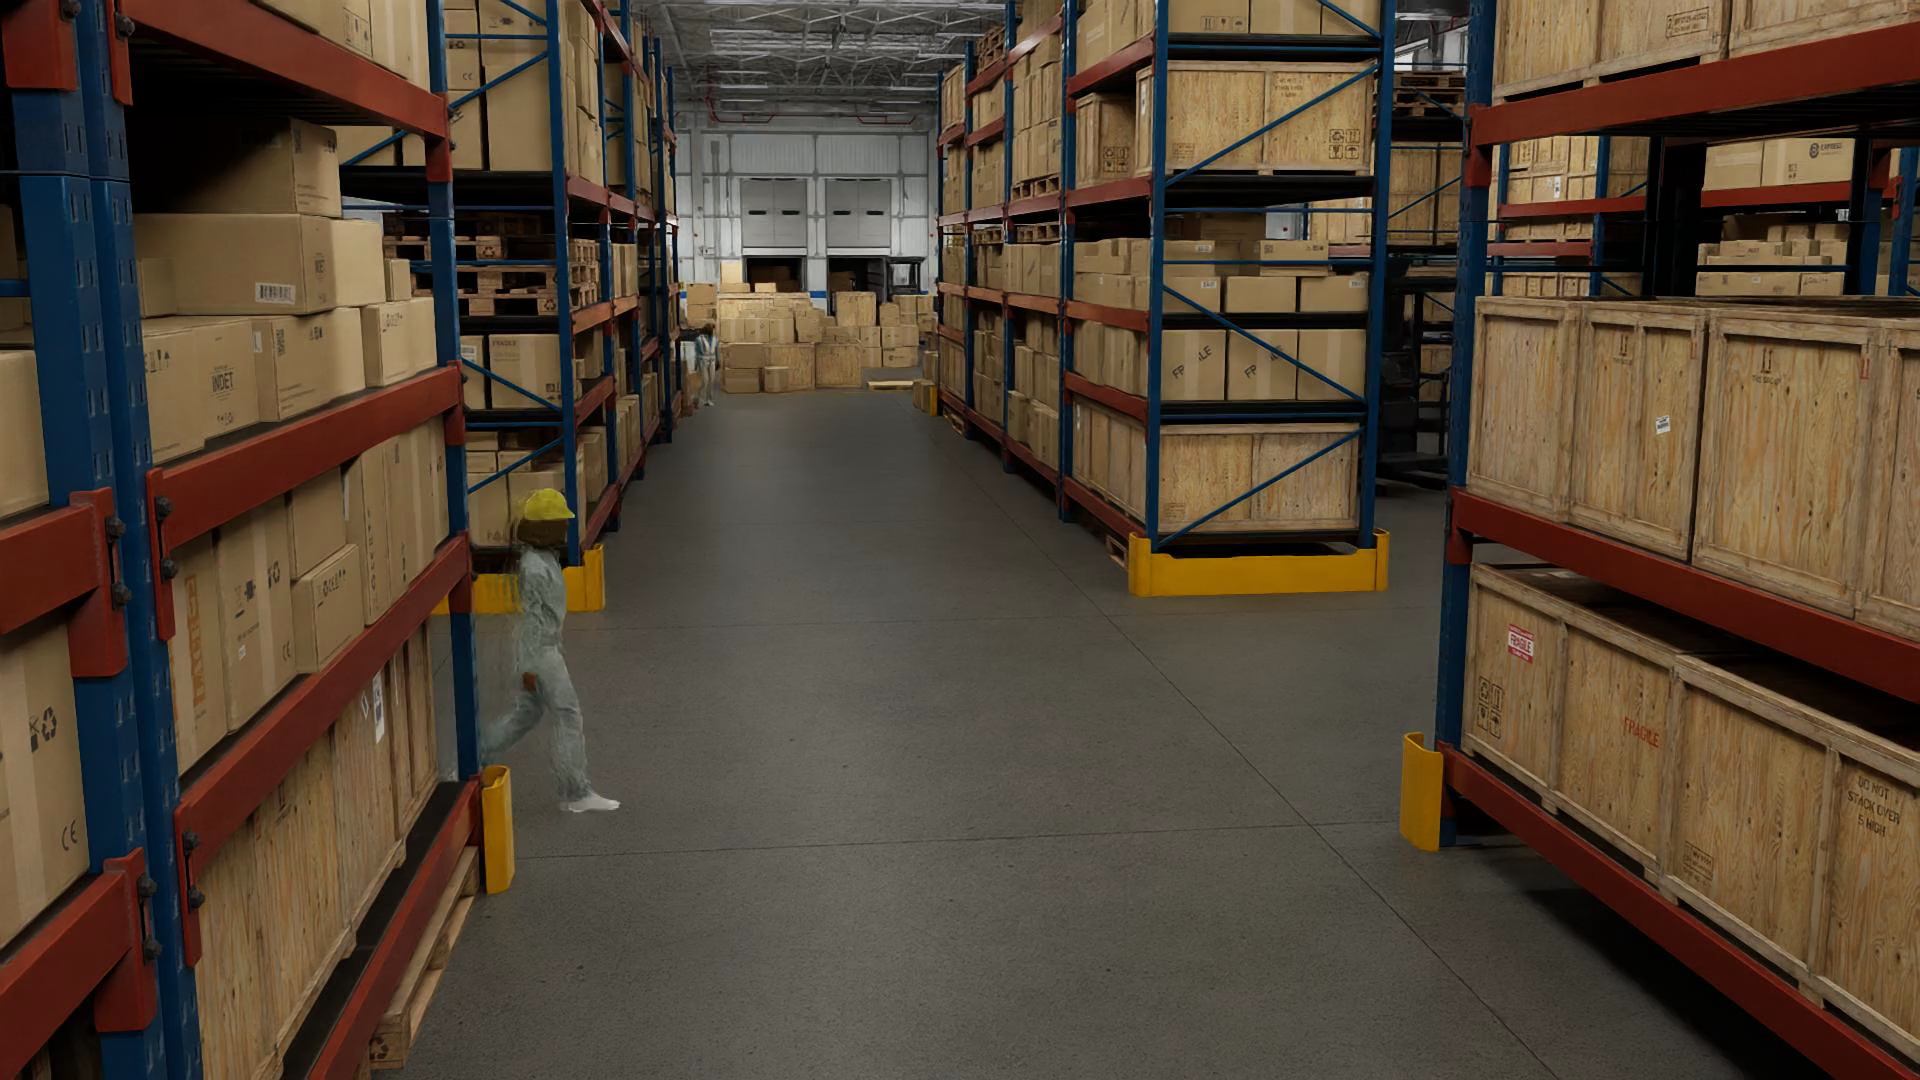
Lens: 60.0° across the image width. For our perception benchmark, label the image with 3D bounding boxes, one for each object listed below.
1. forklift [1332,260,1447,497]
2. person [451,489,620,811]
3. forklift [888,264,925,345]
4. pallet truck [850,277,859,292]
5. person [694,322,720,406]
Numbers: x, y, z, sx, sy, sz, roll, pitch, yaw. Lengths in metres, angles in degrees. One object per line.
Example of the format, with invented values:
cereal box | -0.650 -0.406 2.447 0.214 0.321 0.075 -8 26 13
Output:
forklift | 4.999 -2.049 20.495 1.129 2.768 1.873 -5 11 -27
person | -2.235 0.578 8.595 0.820 1.710 0.495 -1 10 -8
forklift | -1.879 -7.661 53.164 1.129 2.768 1.873 -2 10 -14
pallet truck | -3.782 -9.391 65.808 1.885 1.965 0.823 2 10 10
person | -4.832 -3.361 31.792 0.527 1.621 0.388 -8 13 -40
